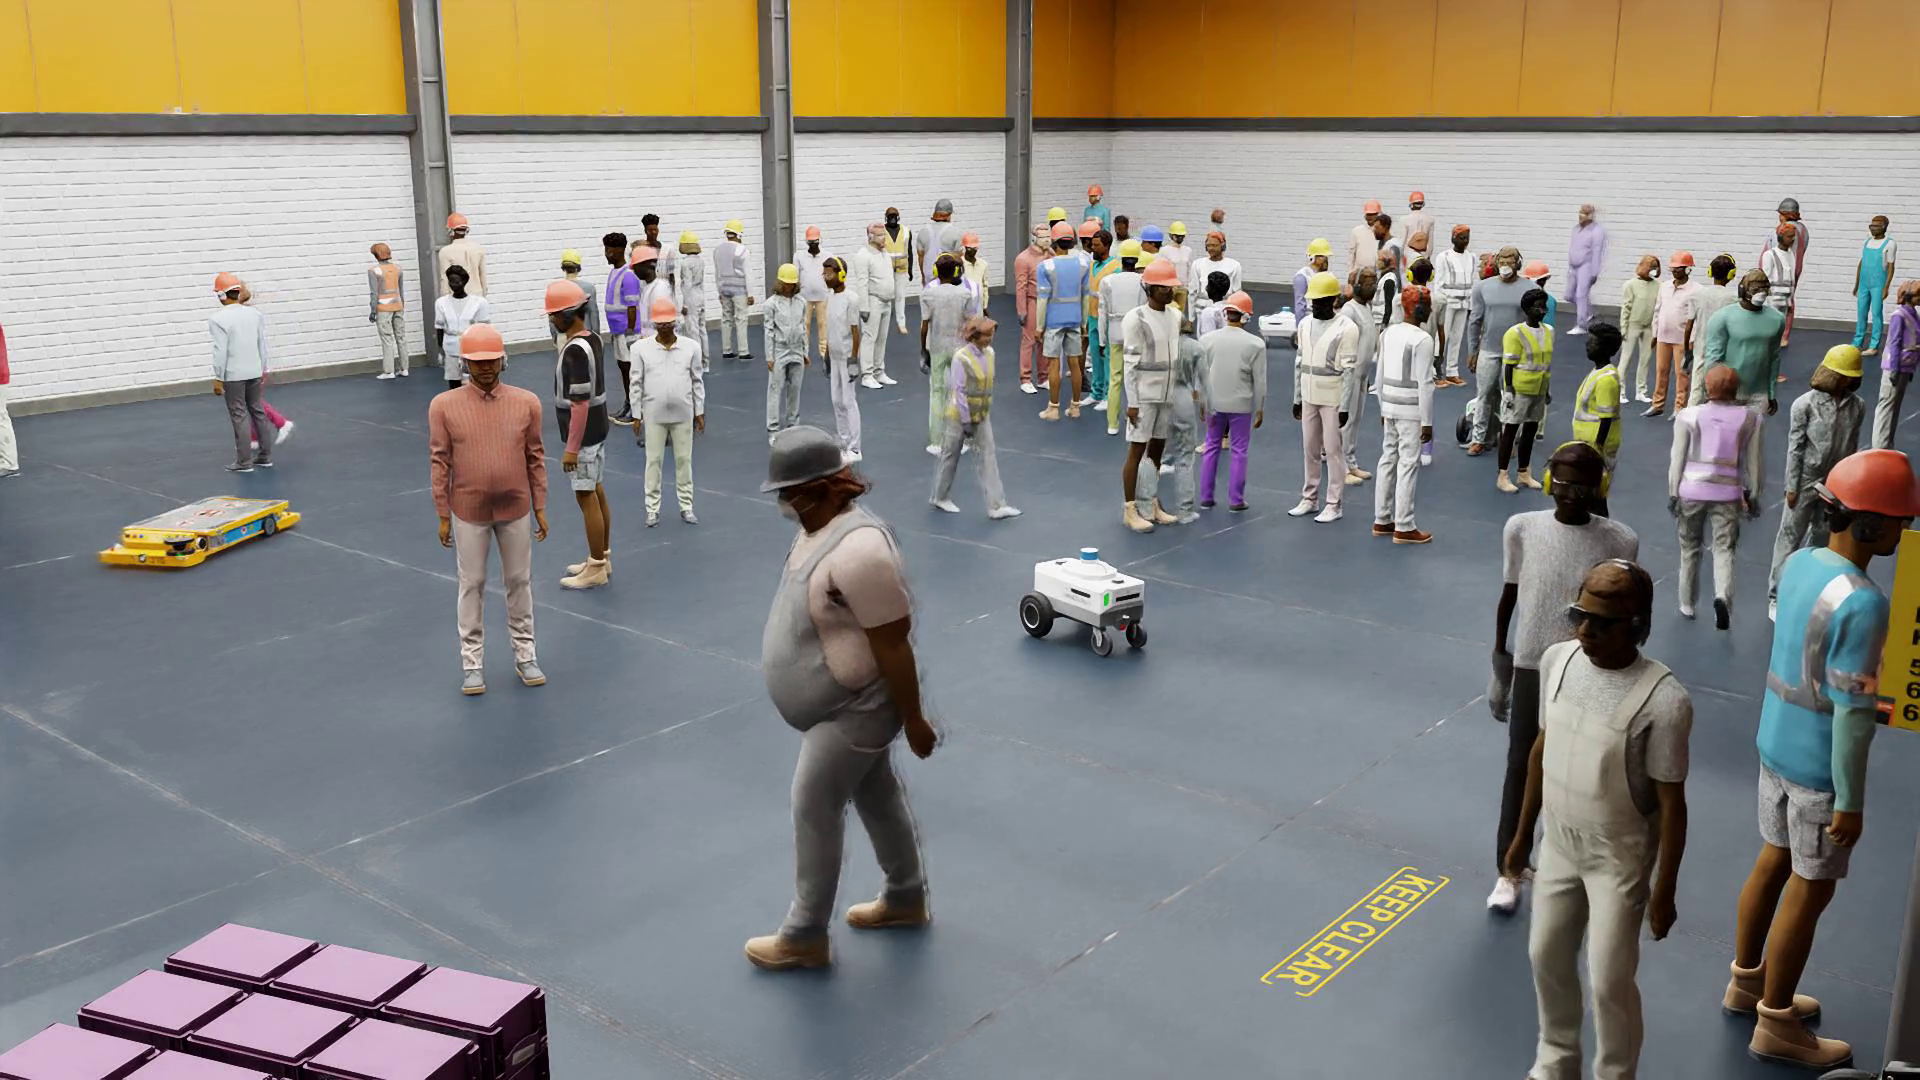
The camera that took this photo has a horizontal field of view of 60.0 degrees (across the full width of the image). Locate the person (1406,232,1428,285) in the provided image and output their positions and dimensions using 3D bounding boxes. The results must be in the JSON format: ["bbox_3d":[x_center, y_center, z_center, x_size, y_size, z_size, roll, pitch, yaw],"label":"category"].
[{"bbox_3d":[5.995,-3.236,21.930,0.268,1.632,0.507,0,14,-1],"label":"person"}]

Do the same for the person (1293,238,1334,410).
[{"bbox_3d":[3.797,-2.298,17.777,0.599,1.832,0.404,-13,19,-43],"label":"person"}]

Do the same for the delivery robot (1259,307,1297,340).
[{"bbox_3d":[4.455,-2.947,22.775,0.707,0.478,0.477,4,15,17],"label":"delivery robot"}]

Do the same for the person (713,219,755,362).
[{"bbox_3d":[-2.898,-3.219,21.475,0.592,1.826,0.403,9,17,32],"label":"person"}]

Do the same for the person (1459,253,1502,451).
[{"bbox_3d":[4.960,-1.755,15.577,0.388,1.848,0.564,9,17,32],"label":"person"}]

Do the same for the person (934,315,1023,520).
[{"bbox_3d":[0.114,-0.950,12.878,0.858,1.585,0.523,12,18,40],"label":"person"}]

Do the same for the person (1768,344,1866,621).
[{"bbox_3d":[5.237,-0.327,10.097,0.486,1.737,0.322,-3,14,-11],"label":"person"}]

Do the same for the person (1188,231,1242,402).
[{"bbox_3d":[2.777,-2.433,18.213,0.584,1.882,0.337,6,15,23],"label":"person"}]

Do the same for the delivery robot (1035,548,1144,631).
[{"bbox_3d":[0.763,0.290,9.838,0.477,0.478,0.707,-10,17,-35],"label":"delivery robot"}]

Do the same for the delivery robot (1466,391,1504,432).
[{"bbox_3d":[5.157,-1.278,16.103,0.477,0.478,0.707,9,16,31],"label":"delivery robot"}]

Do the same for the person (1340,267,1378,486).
[{"bbox_3d":[3.366,-1.393,14.137,0.330,1.844,0.520,8,16,30],"label":"person"}]

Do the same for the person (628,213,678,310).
[{"bbox_3d":[-3.725,-2.981,20.236,0.607,1.966,0.367,-8,16,-30],"label":"person"}]

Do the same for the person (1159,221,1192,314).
[{"bbox_3d":[2.852,-3.317,21.985,0.533,1.767,0.326,-8,16,-28],"label":"person"}]

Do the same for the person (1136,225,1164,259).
[{"bbox_3d":[2.093,-2.442,18.118,0.389,1.949,0.603,2,14,7],"label":"person"}]

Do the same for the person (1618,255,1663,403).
[{"bbox_3d":[7.486,-2.315,18.274,0.504,1.628,0.277,-2,14,-8],"label":"person"}]

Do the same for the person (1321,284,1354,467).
[{"bbox_3d":[3.368,-1.463,14.839,0.309,1.637,0.514,-2,14,-8],"label":"person"}]

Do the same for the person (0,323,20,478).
[{"bbox_3d":[-8.449,-1.411,14.425,0.350,1.739,0.574,-12,18,-39],"label":"person"}]

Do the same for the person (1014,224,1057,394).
[{"bbox_3d":[0.923,-2.634,18.972,0.654,1.906,0.406,-12,18,-40],"label":"person"}]

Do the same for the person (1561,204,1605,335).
[{"bbox_3d":[9.067,-3.932,24.182,0.463,1.891,0.670,-4,15,-15],"label":"person"}]

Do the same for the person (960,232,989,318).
[{"bbox_3d":[0.115,-2.820,20.025,0.563,1.752,0.325,-9,17,-33],"label":"person"}]

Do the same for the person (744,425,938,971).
[{"bbox_3d":[-0.437,0.530,6.057,0.746,2.000,0.699,-3,14,-14],"label":"person"}]

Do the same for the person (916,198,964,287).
[{"bbox_3d":[-0.211,-3.616,22.622,0.689,2.000,0.537,7,16,27],"label":"person"}]

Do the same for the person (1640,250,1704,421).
[{"bbox_3d":[7.383,-2.111,17.191,0.326,1.751,0.559,-9,16,-31],"label":"person"}]

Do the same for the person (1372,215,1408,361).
[{"bbox_3d":[5.452,-3.191,21.236,0.469,1.893,0.596,-2,14,-7],"label":"person"}]

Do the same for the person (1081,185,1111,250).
[{"bbox_3d":[2.309,-5.079,28.561,0.378,1.996,0.611,-12,18,-40],"label":"person"}]

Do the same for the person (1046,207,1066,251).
[{"bbox_3d":[1.328,-3.523,22.487,0.385,1.922,0.594,4,14,14],"label":"person"}]

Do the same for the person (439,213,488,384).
[{"bbox_3d":[-5.860,-2.846,19.638,0.379,1.996,0.611,12,18,39],"label":"person"}]

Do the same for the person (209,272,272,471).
[{"bbox_3d":[-6.380,-1.484,14.684,0.342,1.750,0.568,6,15,22],"label":"person"}]

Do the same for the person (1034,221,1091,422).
[{"bbox_3d":[1.038,-2.237,17.110,0.605,2.044,0.374,-6,15,-24],"label":"person"}]

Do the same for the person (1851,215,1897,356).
[{"bbox_3d":[12.068,-3.364,22.010,0.336,1.845,0.514,-6,15,-23],"label":"person"}]

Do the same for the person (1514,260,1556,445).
[{"bbox_3d":[5.450,-1.786,15.893,0.343,1.749,0.573,11,18,38],"label":"person"}]

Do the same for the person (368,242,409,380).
[{"bbox_3d":[-6.866,-2.745,19.959,0.310,1.640,0.514,7,16,27],"label":"person"}]

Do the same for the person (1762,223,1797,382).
[{"bbox_3d":[9.656,-2.796,19.666,0.587,1.882,0.341,-10,17,-34],"label":"person"}]

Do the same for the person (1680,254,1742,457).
[{"bbox_3d":[6.869,-1.668,15.188,0.532,1.868,0.310,11,18,38],"label":"person"}]

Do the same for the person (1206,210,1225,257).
[{"bbox_3d":[4.288,-4.719,27.894,0.324,1.617,0.615,5,15,18],"label":"person"}]

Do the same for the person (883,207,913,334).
[{"bbox_3d":[-0.982,-3.926,24.264,0.635,1.842,0.429,-4,14,-14],"label":"person"}]

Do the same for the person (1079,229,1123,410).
[{"bbox_3d":[1.535,-2.358,17.850,0.391,1.917,0.593,-8,16,-28],"label":"person"}]

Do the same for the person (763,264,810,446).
[{"bbox_3d":[-1.627,-1.747,15.774,0.490,1.735,0.331,-12,19,-40],"label":"person"}]

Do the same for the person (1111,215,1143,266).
[{"bbox_3d":[2.149,-3.252,21.495,0.597,1.886,0.490,7,16,27],"label":"person"}]

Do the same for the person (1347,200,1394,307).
[{"bbox_3d":[5.654,-3.687,22.996,0.609,1.996,0.383,7,16,26],"label":"person"}]

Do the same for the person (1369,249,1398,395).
[{"bbox_3d":[4.798,-2.464,18.833,0.308,1.641,0.515,1,14,5],"label":"person"}]
